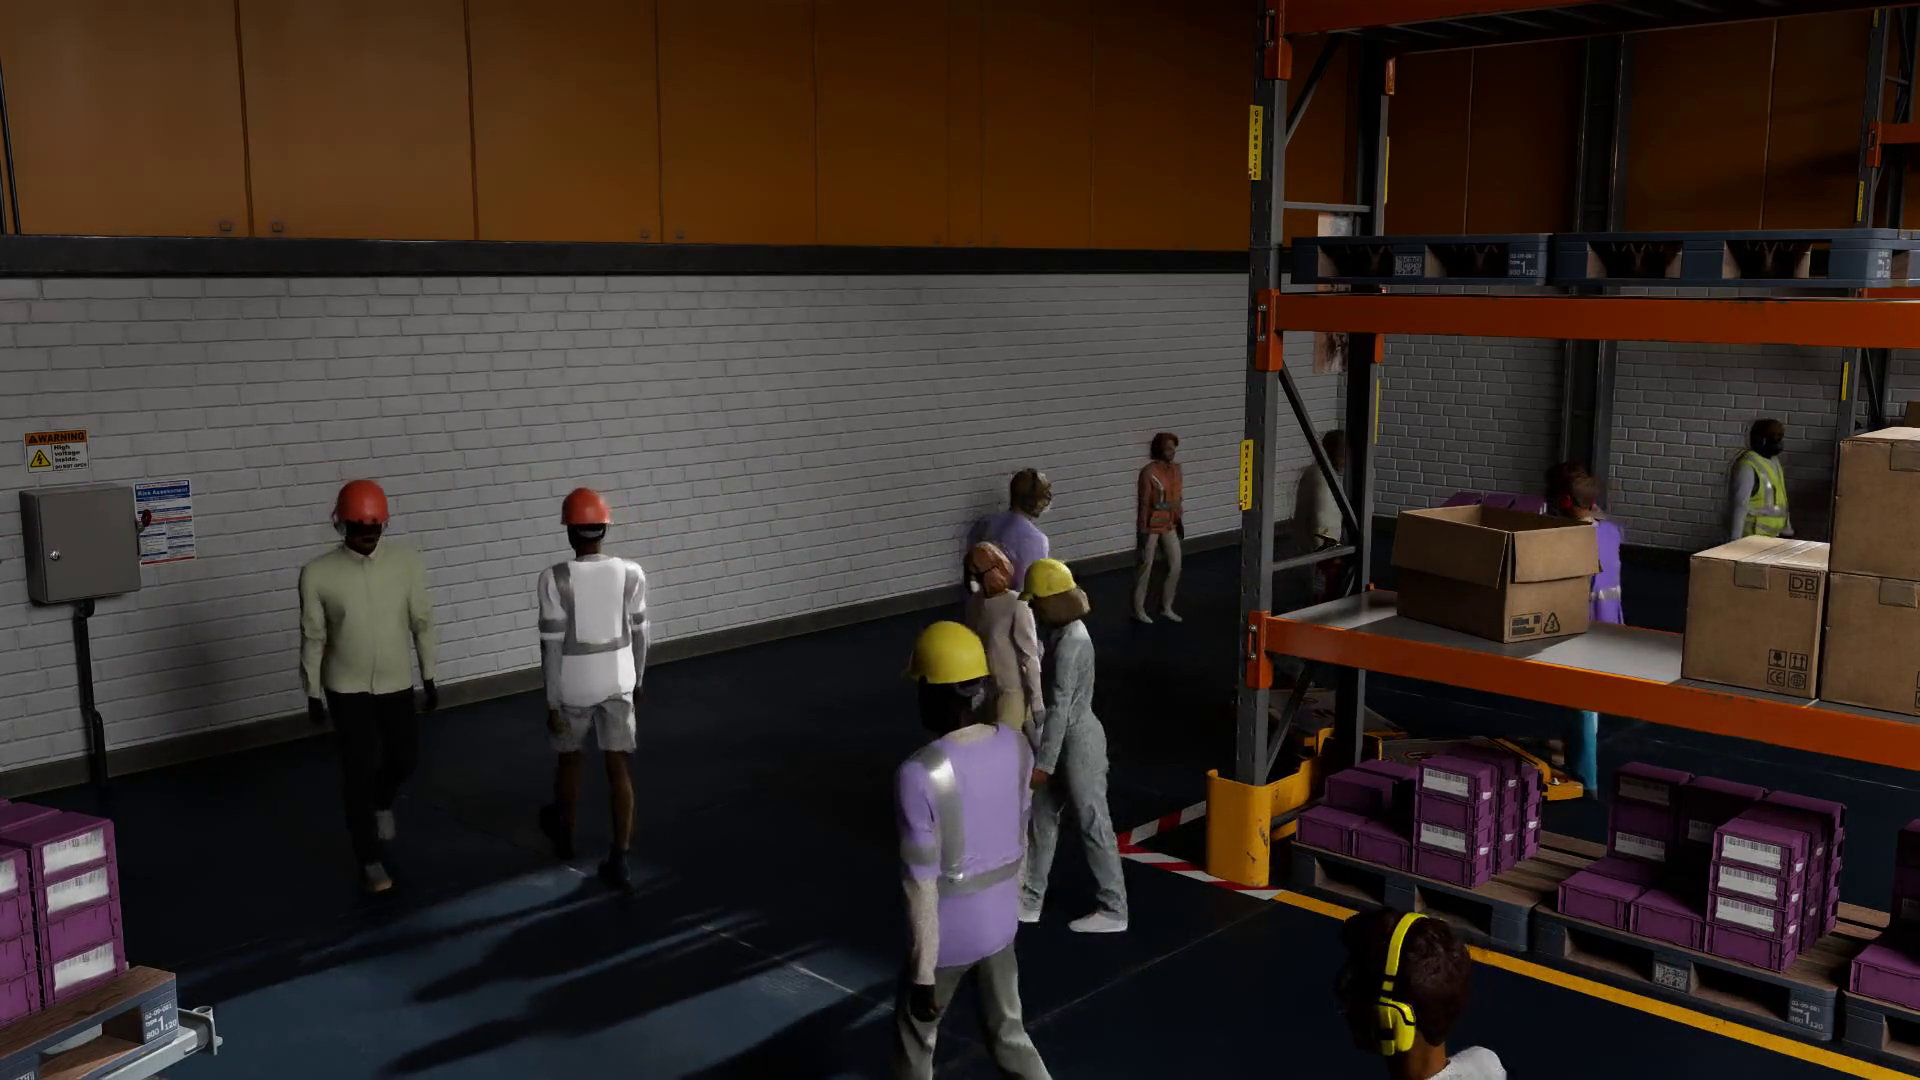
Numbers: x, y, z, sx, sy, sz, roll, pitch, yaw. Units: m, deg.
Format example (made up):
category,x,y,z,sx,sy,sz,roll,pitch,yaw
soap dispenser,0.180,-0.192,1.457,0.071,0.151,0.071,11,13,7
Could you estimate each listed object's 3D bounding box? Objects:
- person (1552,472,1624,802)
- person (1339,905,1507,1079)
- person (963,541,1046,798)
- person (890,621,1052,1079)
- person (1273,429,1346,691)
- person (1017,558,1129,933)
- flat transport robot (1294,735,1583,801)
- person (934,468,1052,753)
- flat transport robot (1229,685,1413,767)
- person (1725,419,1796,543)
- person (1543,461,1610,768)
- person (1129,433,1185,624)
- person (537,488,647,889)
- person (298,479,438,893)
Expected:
category,x,y,z,sx,sy,sz,roll,pitch,yaw
person,3.429,0.535,9.290,0.606,1.814,0.531,-8,12,-40
person,0.838,1.549,3.086,0.529,1.830,0.936,-8,12,-41
person,0.159,0.803,8.295,0.636,1.602,0.521,-5,11,-30
person,0.047,1.184,5.114,0.949,1.889,0.600,9,13,43
person,2.383,0.189,11.177,0.479,1.900,0.728,0,9,0
person,0.411,0.918,7.293,0.758,1.702,0.496,0,9,-3
flat transport robot,2.678,1.300,9.350,1.431,0.197,0.652,-2,9,-10
person,0.246,0.531,9.238,1.069,1.871,0.695,-6,11,-33
flat transport robot,2.218,1.145,10.303,0.652,0.197,1.431,-2,9,-10
person,6.252,-0.027,12.826,0.933,1.799,0.628,8,12,40
person,3.664,0.440,9.930,0.447,1.820,0.639,0,9,2
person,1.602,-0.090,13.741,0.556,1.617,0.507,-9,13,-44
person,-1.814,0.685,8.155,0.569,1.886,0.966,-5,11,-29
person,-2.878,0.665,8.049,0.630,1.972,0.658,-6,11,-34
